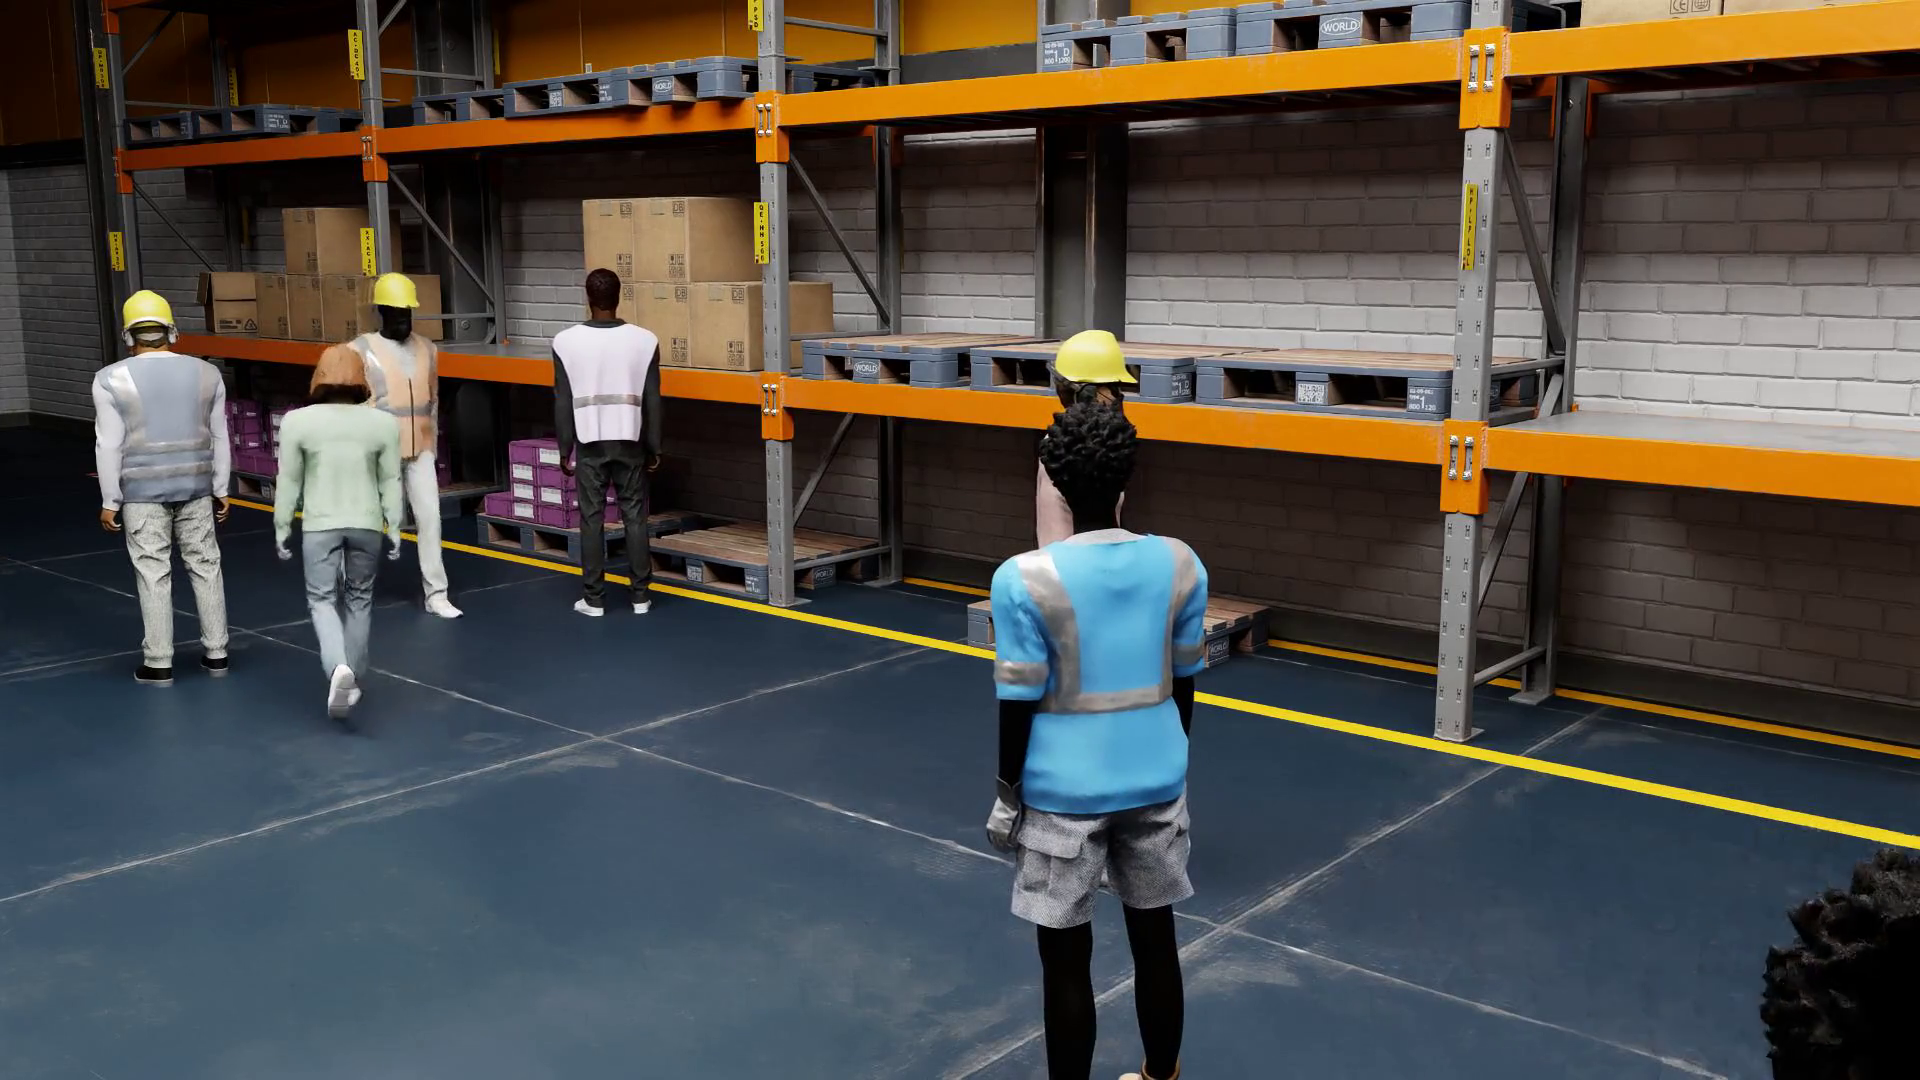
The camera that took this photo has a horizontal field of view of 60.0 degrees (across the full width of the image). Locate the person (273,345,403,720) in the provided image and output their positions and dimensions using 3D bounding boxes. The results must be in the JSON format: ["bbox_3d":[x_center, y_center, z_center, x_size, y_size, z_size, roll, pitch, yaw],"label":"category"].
[{"bbox_3d":[-2.651,-0.027,7.157,0.544,1.606,0.671,-5,11,-26],"label":"person"}]

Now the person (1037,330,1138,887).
[{"bbox_3d":[0.397,0.215,5.337,0.322,1.767,0.533,-2,10,-12],"label":"person"}]

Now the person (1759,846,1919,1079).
[{"bbox_3d":[0.651,1.001,1.178,0.861,1.644,0.551,1,10,6],"label":"person"}]

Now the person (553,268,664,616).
[{"bbox_3d":[-1.929,-0.533,9.188,0.591,1.912,0.383,-3,11,-18],"label":"person"}]

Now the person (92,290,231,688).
[{"bbox_3d":[-3.694,-0.236,7.722,0.403,1.828,0.596,10,14,44],"label":"person"}]

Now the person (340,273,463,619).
[{"bbox_3d":[-3.155,-0.527,9.211,0.885,1.899,0.598,8,13,38],"label":"person"}]

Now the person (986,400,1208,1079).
[{"bbox_3d":[0.299,0.543,3.661,0.535,1.699,0.322,-5,11,-25],"label":"person"}]
